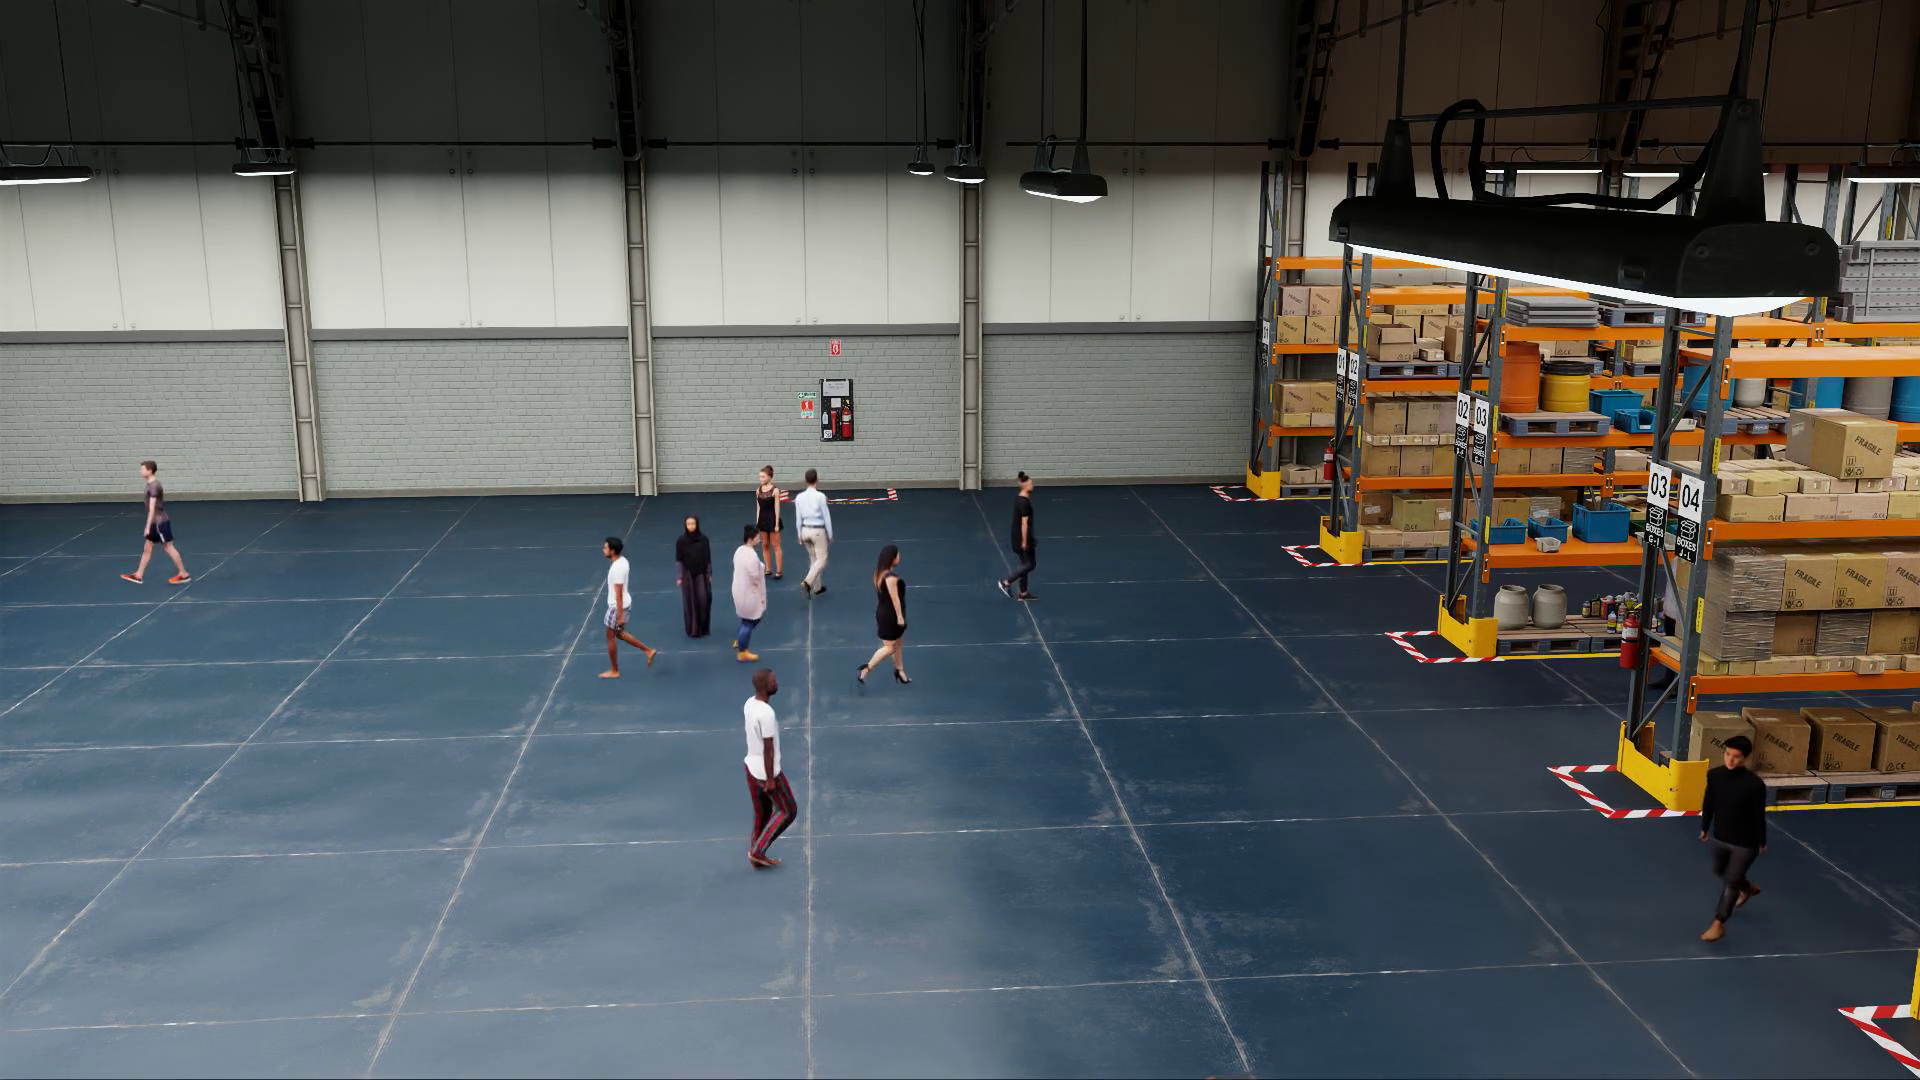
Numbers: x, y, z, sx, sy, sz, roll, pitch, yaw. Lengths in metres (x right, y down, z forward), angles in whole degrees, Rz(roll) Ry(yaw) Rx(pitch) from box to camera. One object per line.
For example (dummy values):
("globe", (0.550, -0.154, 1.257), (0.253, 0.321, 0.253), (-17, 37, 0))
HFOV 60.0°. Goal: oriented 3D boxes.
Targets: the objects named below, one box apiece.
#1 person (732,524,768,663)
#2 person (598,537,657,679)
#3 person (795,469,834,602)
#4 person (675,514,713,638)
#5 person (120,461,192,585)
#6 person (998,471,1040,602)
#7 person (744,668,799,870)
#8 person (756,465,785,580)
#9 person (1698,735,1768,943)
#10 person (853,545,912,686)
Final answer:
("person", (-2.673, 0.661, 20.370), (0.743, 1.728, 0.759), (-6, 14, -23))
("person", (-3.979, 0.799, 19.807), (0.903, 1.714, 0.650), (-1, 13, -4))
("person", (-2.061, -0.040, 23.204), (1.087, 1.817, 1.006), (5, 14, 21))
("person", (-3.445, 0.440, 21.586), (0.698, 1.610, 0.715), (-2, 13, -10))
("person", (-11.471, -0.221, 24.007), (1.241, 1.807, 0.975), (-7, 15, -27))
("person", (0.802, -0.043, 23.137), (0.830, 1.852, 0.699), (-2, 13, -8))
("person", (-1.770, 2.006, 14.354), (0.803, 1.823, 0.796), (-7, 15, -26))
("person", (-2.799, -0.268, 24.489), (0.670, 1.679, 0.749), (8, 15, 31))
("person", (6.216, 2.333, 13.238), (1.158, 1.688, 0.952), (-7, 15, -26))
("person", (-0.865, 0.927, 19.301), (1.027, 1.692, 0.790), (-5, 14, -19))
